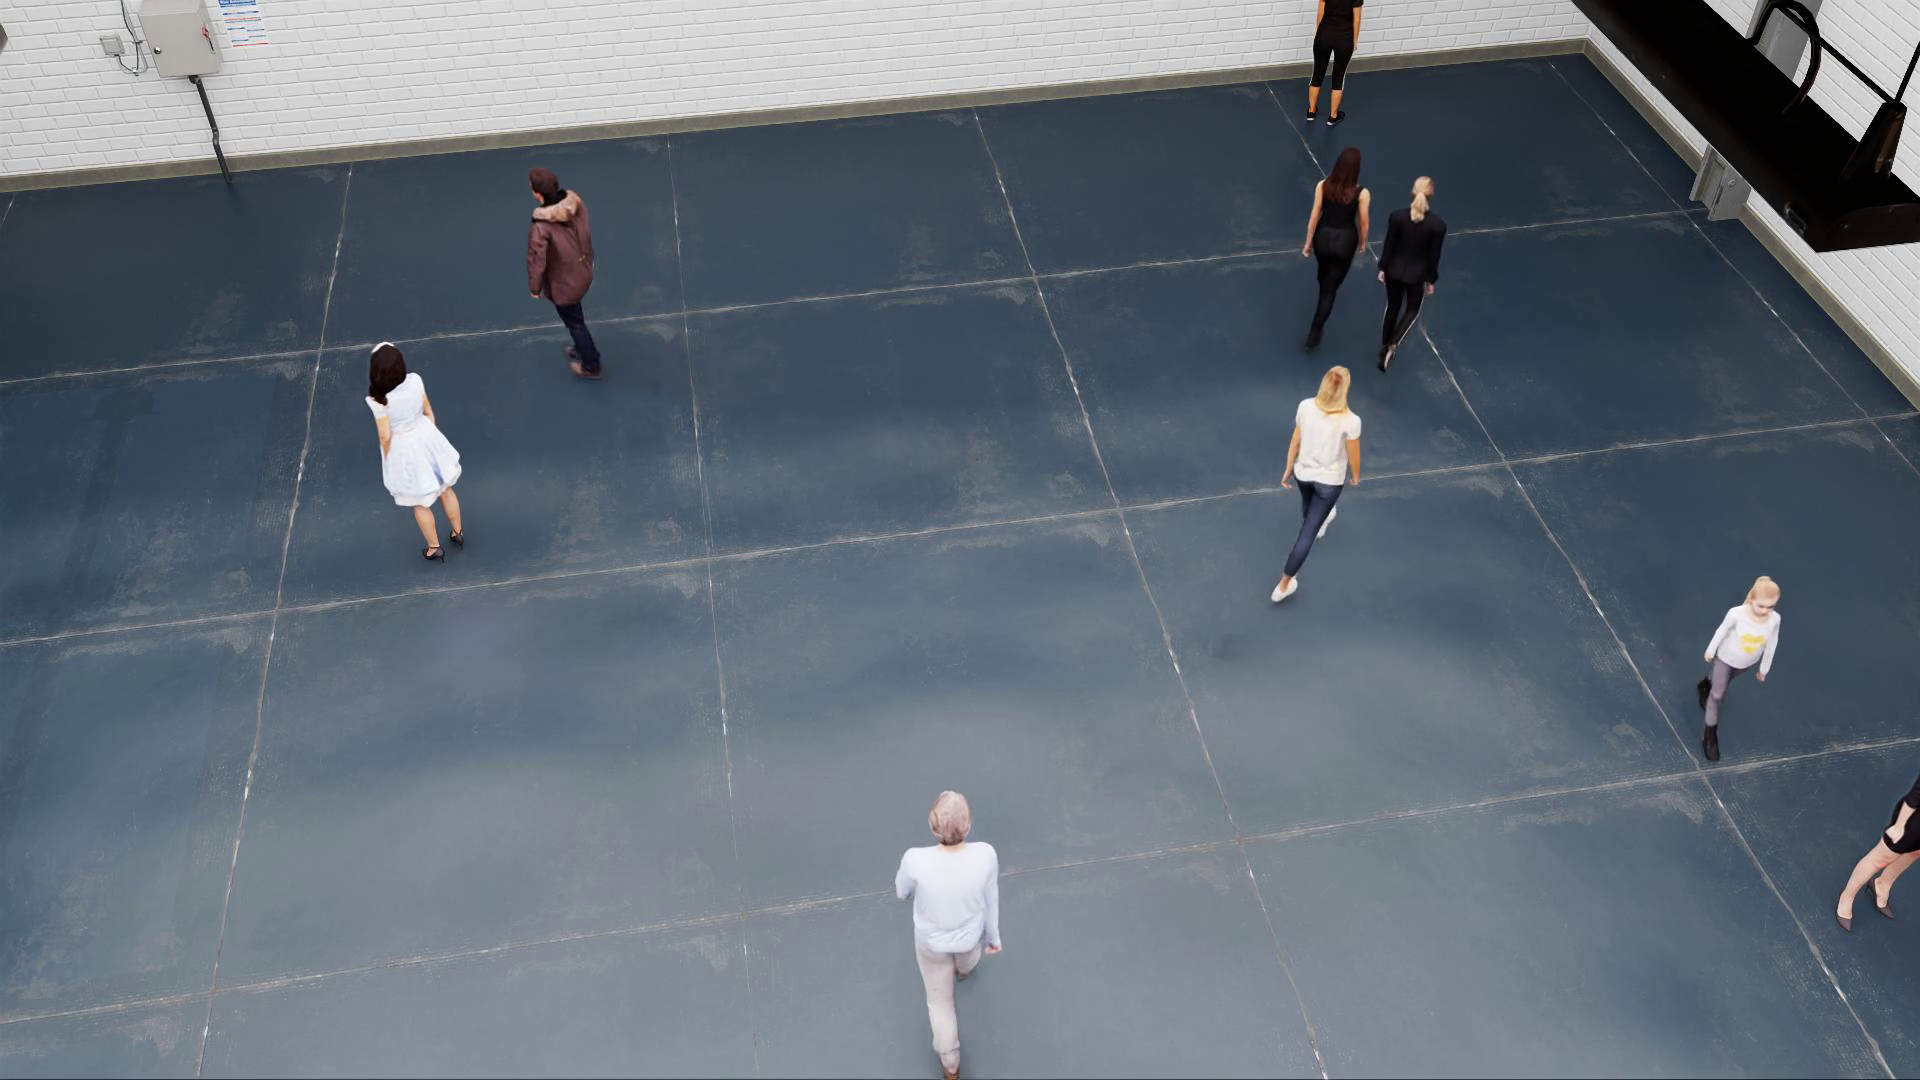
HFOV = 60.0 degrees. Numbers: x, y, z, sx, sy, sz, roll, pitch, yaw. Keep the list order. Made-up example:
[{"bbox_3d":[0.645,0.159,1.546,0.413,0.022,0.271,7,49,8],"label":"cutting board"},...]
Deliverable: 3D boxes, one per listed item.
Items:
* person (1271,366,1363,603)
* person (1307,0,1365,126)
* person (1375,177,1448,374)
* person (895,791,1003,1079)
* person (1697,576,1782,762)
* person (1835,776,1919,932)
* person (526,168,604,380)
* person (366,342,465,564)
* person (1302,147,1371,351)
[{"bbox_3d":[2.329,-0.329,11.005,1.167,1.759,1.195,28,50,26],"label":"person"},{"bbox_3d":[3.540,-4.737,15.698,0.664,1.670,0.699,19,47,19],"label":"person"},{"bbox_3d":[3.418,-1.982,12.791,0.880,1.690,0.955,20,47,20],"label":"person"},{"bbox_3d":[-0.040,2.083,8.414,0.648,1.841,1.101,-8,44,-8],"label":"person"},{"bbox_3d":[4.800,0.685,10.313,0.659,1.246,0.943,4,44,5],"label":"person"},{"bbox_3d":[5.256,1.511,9.043,0.617,1.802,0.518,-11,45,-11],"label":"person"},{"bbox_3d":[-2.929,-1.989,12.695,0.970,1.832,0.876,17,46,17],"label":"person"},{"bbox_3d":[-3.672,-0.576,11.227,0.902,1.811,0.852,34,53,31],"label":"person"},{"bbox_3d":[2.926,-2.253,13.115,1.042,1.635,1.205,18,47,18],"label":"person"}]
